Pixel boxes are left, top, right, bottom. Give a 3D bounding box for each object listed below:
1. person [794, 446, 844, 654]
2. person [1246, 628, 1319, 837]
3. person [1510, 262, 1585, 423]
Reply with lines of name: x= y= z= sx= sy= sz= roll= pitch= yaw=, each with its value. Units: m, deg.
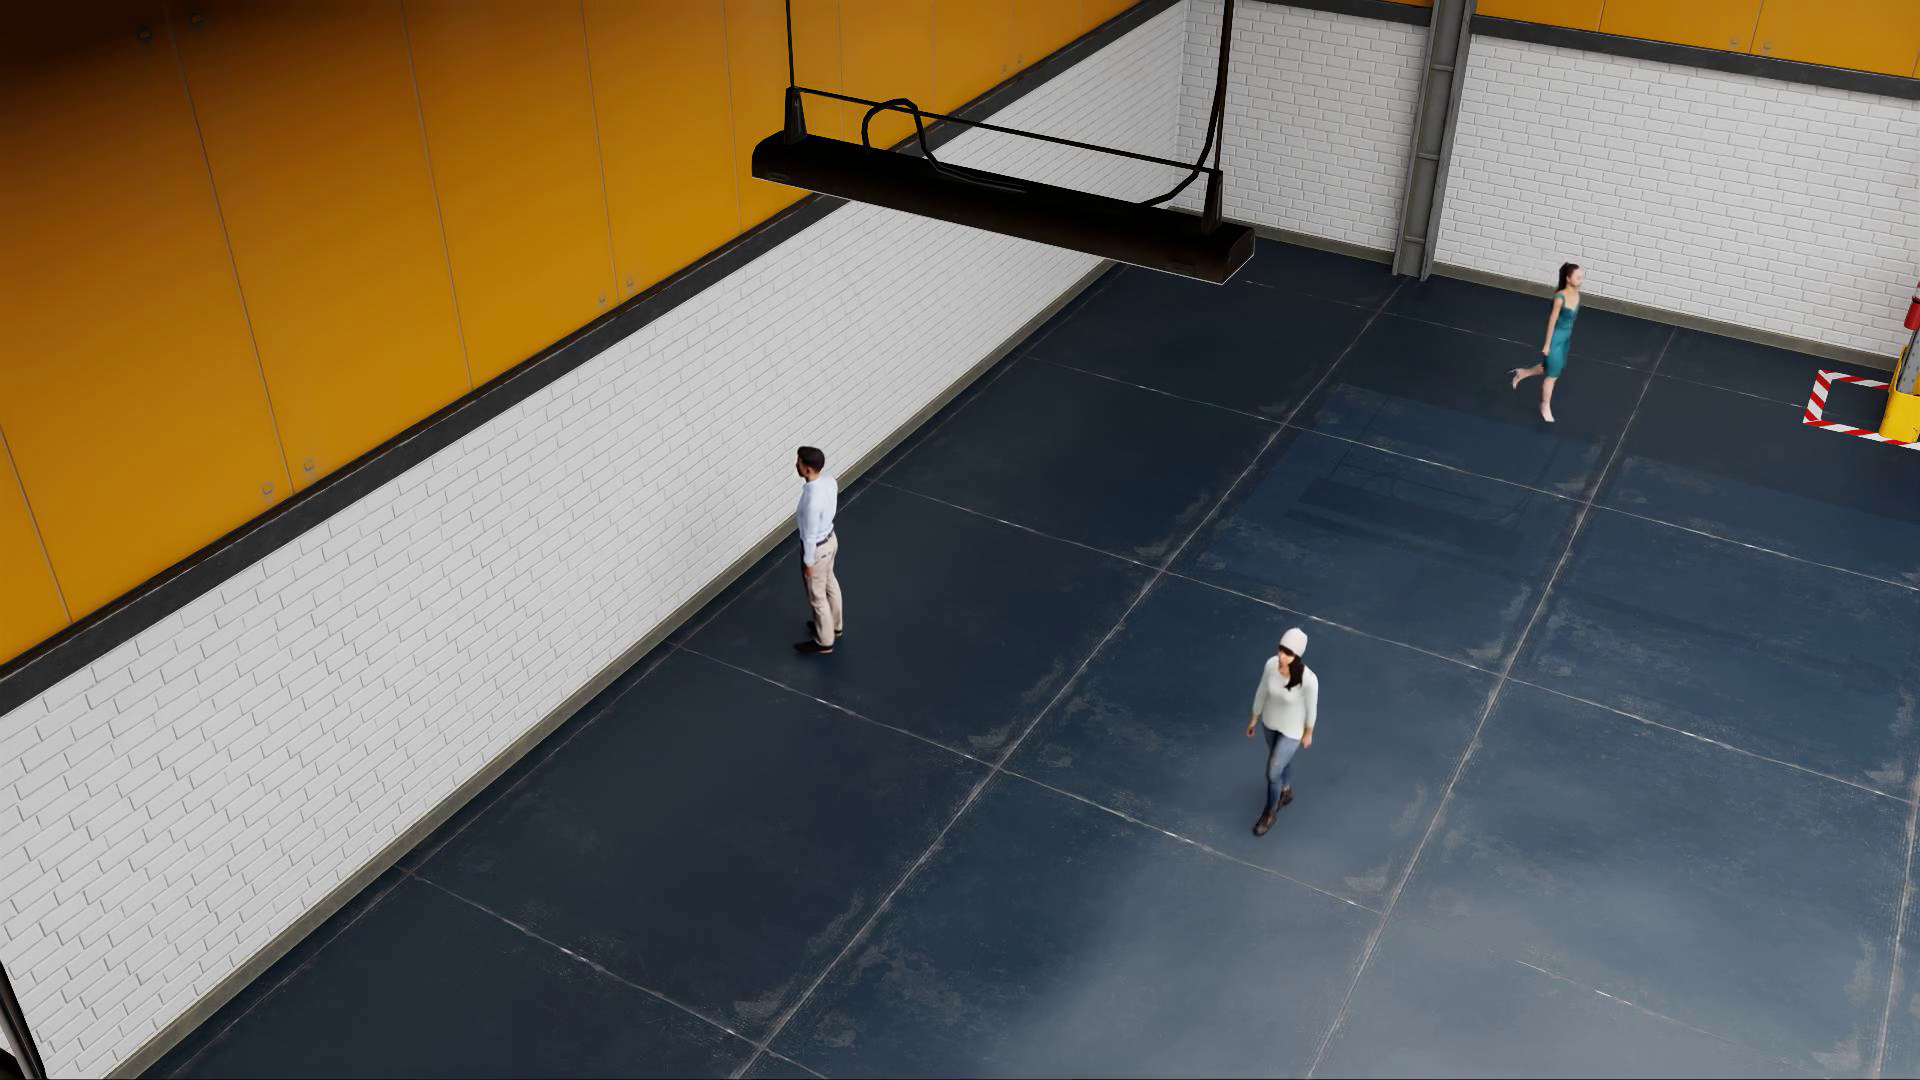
person: x=-1.133 y=0.070 z=13.247 sx=0.656 sy=1.845 sz=0.689 roll=8 pitch=35 yaw=12
person: x=2.307 y=1.267 z=11.642 sx=0.759 sy=1.628 sz=0.761 roll=-25 pitch=41 yaw=-32
person: x=5.846 y=-1.984 z=16.497 sx=0.779 sy=1.667 sz=0.945 roll=-21 pitch=39 yaw=-29
